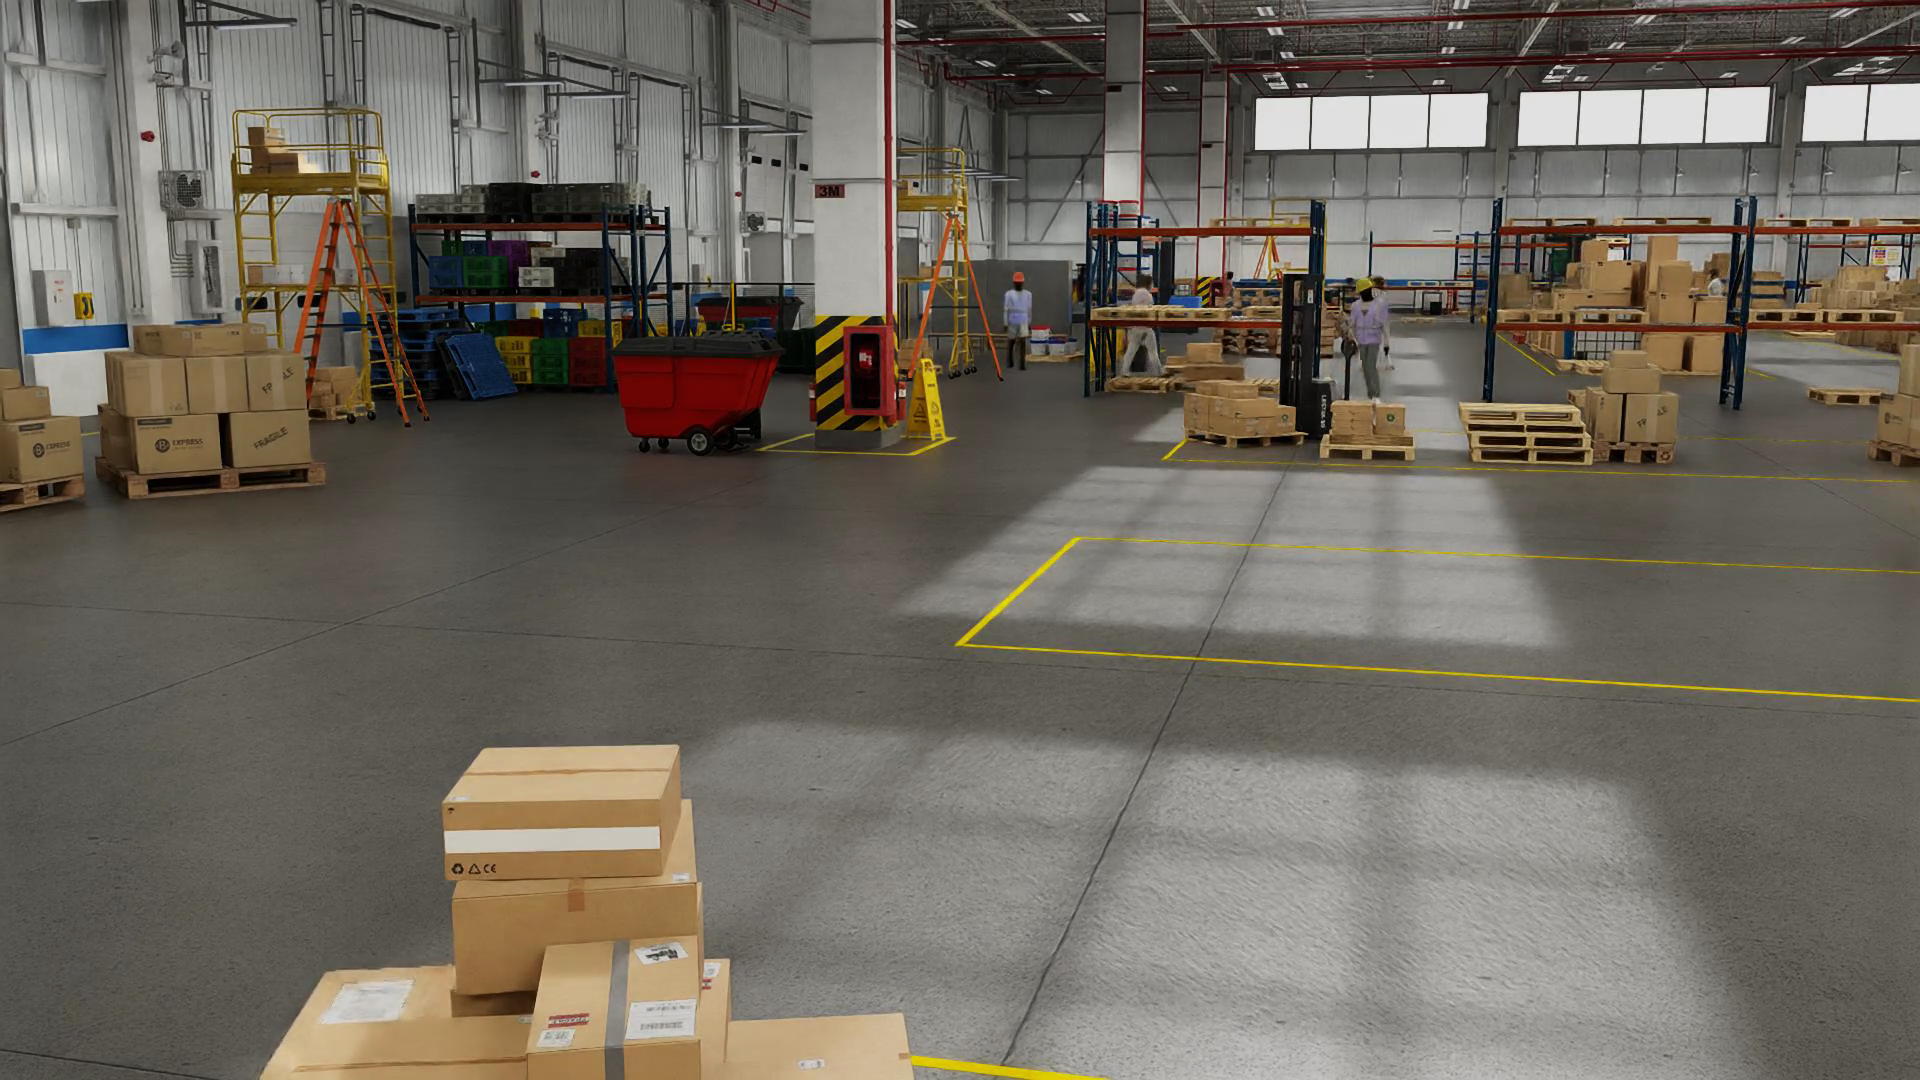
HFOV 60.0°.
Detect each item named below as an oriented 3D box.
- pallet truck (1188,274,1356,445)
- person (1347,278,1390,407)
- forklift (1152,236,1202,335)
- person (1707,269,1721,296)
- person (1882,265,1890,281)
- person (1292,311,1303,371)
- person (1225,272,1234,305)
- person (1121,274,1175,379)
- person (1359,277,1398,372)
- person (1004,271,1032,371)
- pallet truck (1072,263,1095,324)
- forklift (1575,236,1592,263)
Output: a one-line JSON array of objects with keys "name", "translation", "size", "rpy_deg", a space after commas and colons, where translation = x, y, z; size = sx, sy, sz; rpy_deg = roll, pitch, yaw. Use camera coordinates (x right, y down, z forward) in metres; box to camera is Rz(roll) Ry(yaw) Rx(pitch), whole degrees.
[{"name": "pallet truck", "translation": [3.653, -2.138, 19.590], "size": [1.885, 1.965, 0.823], "rpy_deg": [-4, 10, -20]}, {"name": "person", "translation": [5.962, -2.892, 24.381], "size": [0.619, 1.881, 0.582], "rpy_deg": [9, 13, 43]}, {"name": "forklift", "translation": [5.866, -7.214, 46.878], "size": [1.873, 2.768, 1.129], "rpy_deg": [2, 10, 14]}, {"name": "person", "translation": [18.917, -5.836, 41.772], "size": [0.745, 1.917, 0.701], "rpy_deg": [5, 11, 26]}, {"name": "person", "translation": [28.353, -7.515, 51.357], "size": [0.620, 1.967, 0.814], "rpy_deg": [-3, 10, -19]}, {"name": "person", "translation": [6.612, -4.098, 31.908], "size": [0.336, 1.734, 0.487], "rpy_deg": [6, 12, 33]}, {"name": "person", "translation": [9.567, -8.695, 59.097], "size": [0.371, 1.679, 0.547], "rpy_deg": [-4, 10, -21]}, {"name": "person", "translation": [3.245, -3.684, 29.006], "size": [1.014, 1.883, 0.650], "rpy_deg": [-4, 10, -20]}, {"name": "person", "translation": [8.017, -4.120, 31.817], "size": [0.890, 1.802, 0.652], "rpy_deg": [-6, 11, -32]}, {"name": "person", "translation": [1.117, -4.257, 32.333], "size": [0.551, 1.916, 0.790], "rpy_deg": [-2, 10, -9]}, {"name": "pallet truck", "translation": [4.325, -8.180, 55.162], "size": [0.823, 1.965, 1.885], "rpy_deg": [6, 11, 31]}, {"name": "forklift", "translation": [19.314, -8.043, 51.759], "size": [1.873, 2.768, 1.129], "rpy_deg": [4, 11, 25]}]
